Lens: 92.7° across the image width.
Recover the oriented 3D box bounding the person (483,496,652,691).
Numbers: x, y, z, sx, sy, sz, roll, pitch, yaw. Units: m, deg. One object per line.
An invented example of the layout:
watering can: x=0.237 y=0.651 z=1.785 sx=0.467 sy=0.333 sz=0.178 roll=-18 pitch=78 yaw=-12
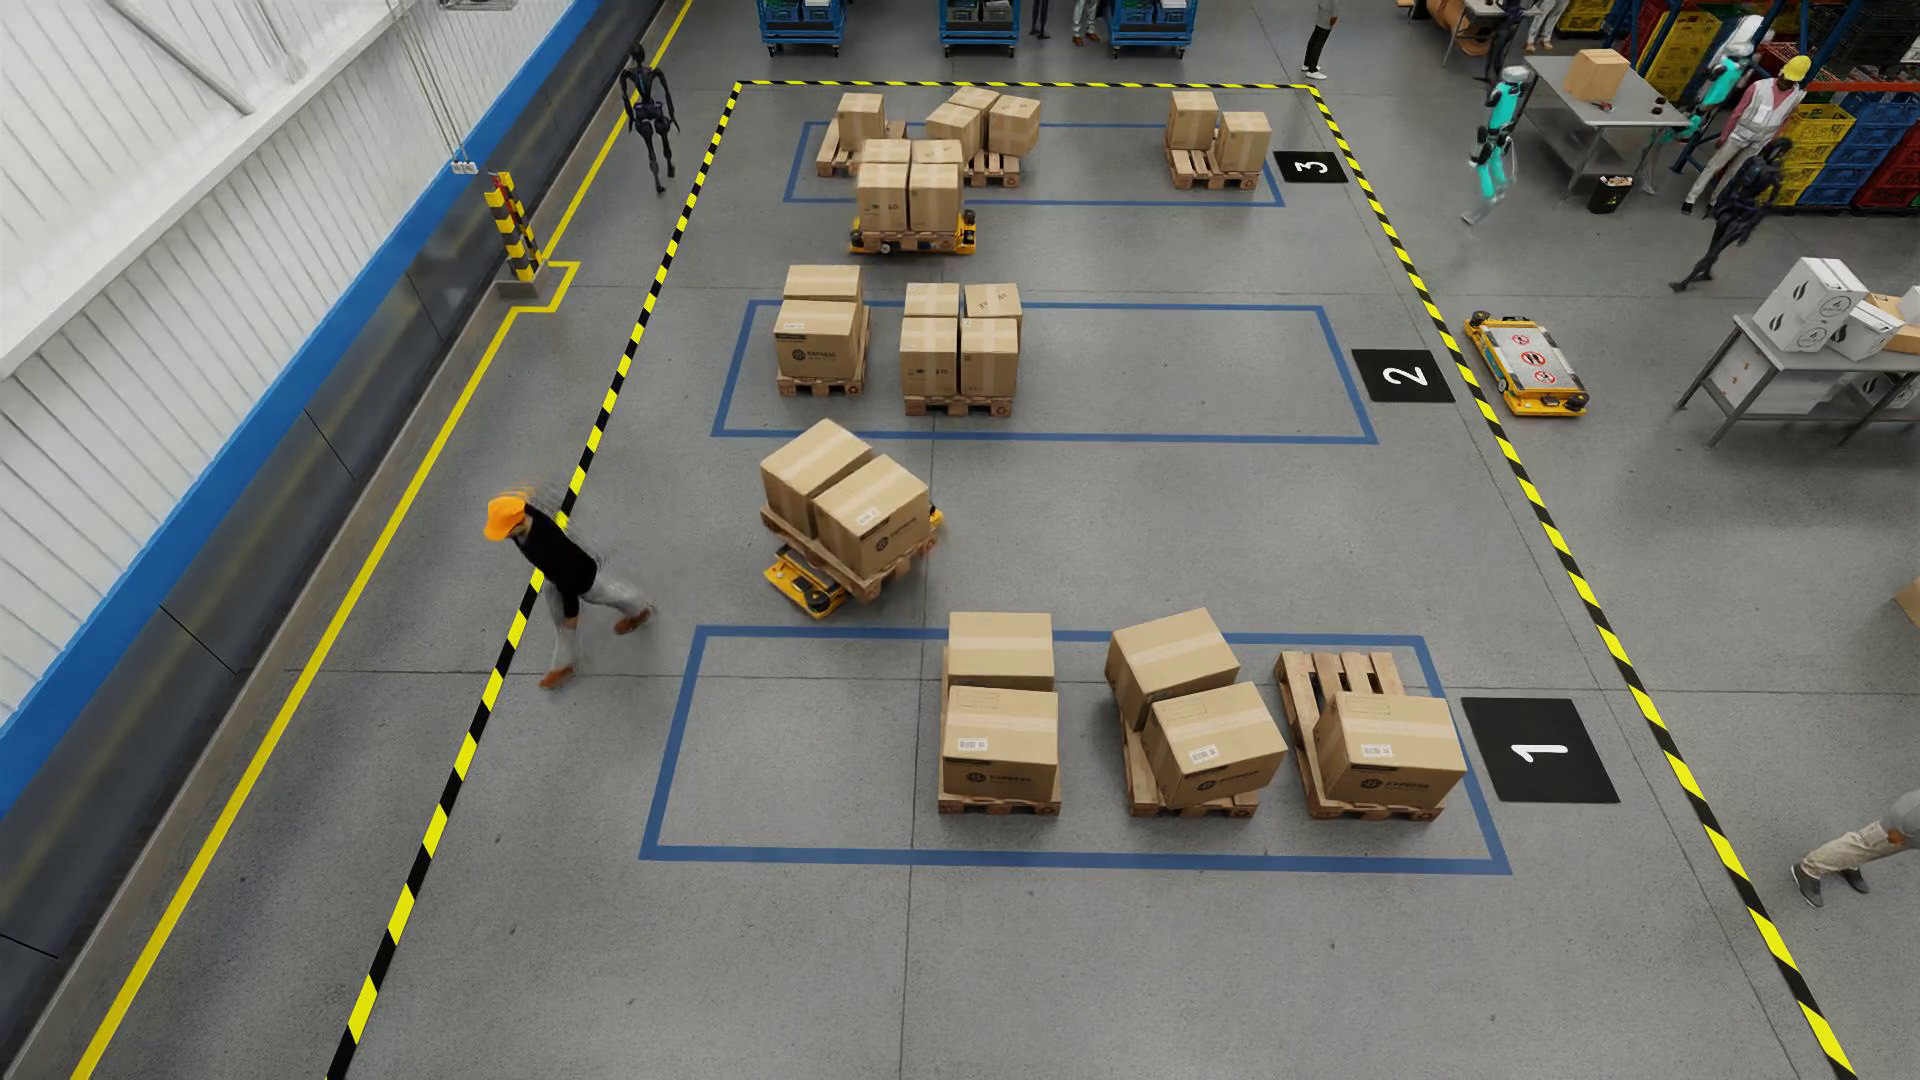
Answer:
person: x=-2.716 y=0.279 z=6.275 sx=0.589 sy=1.794 sz=1.035 roll=31 pitch=56 yaw=24

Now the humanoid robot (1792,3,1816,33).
humanoid robot: x=12.531 y=-8.088 z=13.611 sx=0.388 sy=1.641 sz=0.616 roll=3 pitch=49 yaw=3

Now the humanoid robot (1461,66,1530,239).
humanoid robot: x=6.056 y=-4.250 z=10.248 sx=0.562 sy=1.787 sz=0.794 roll=-26 pitch=54 yaw=-21

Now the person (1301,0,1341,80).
person: x=5.295 y=-7.594 z=13.060 sx=0.382 sy=1.852 sz=0.586 roll=1 pitch=49 yaw=1

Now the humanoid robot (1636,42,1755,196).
humanoid robot: x=8.589 y=-5.038 z=10.917 sx=0.531 sy=1.788 sz=0.692 roll=-16 pitch=51 yaw=-13

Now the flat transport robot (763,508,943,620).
flat transport robot: x=-0.862 y=0.005 z=7.511 sx=0.652 sy=0.197 sz=1.431 roll=34 pitch=57 yaw=26

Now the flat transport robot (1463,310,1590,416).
flat transport robot: x=5.573 y=-1.757 z=9.054 sx=0.659 sy=0.231 sz=1.431 roll=1 pitch=49 yaw=1

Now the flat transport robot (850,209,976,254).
flat transport robot: x=-0.533 y=-3.589 z=10.622 sx=1.431 sy=0.197 sz=0.652 roll=1 pitch=49 yaw=1

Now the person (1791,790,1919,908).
person: x=5.500 y=1.571 z=5.180 sx=0.573 sy=1.768 sz=0.399 roll=-10 pitch=50 yaw=-8

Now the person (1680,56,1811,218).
person: x=9.005 y=-4.584 z=10.473 sx=0.588 sy=1.822 sz=0.403 roll=12 pitch=50 yaw=10

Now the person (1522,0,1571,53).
person: x=9.042 y=-8.296 z=13.674 sx=0.632 sy=1.839 sz=0.429 roll=-11 pitch=50 yaw=-10

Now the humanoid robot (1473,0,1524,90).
humanoid robot: x=7.732 y=-7.272 z=12.895 sx=0.445 sy=1.638 sz=0.585 roll=5 pitch=49 yaw=4

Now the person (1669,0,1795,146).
person: x=9.718 y=-5.895 z=11.583 sx=0.425 sy=1.865 sz=0.588 roll=2 pitch=49 yaw=2

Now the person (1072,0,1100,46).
person: x=1.991 y=-8.547 z=13.827 sx=0.634 sy=1.937 sz=0.353 roll=-22 pitch=53 yaw=-18

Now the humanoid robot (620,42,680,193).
humanoid robot: x=-3.713 y=-5.051 z=11.009 sx=0.608 sy=1.645 sz=0.739 roll=-7 pitch=50 yaw=-6

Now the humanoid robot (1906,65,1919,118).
humanoid robot: x=12.712 y=-6.052 z=11.848 sx=0.829 sy=1.859 sz=0.557 roll=-13 pitch=50 yaw=-11

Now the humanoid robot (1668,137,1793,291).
humanoid robot: x=8.025 y=-3.373 z=9.531 sx=0.692 sy=1.632 sz=0.593 roll=-6 pitch=49 yaw=-6

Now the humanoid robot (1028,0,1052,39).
humanoid robot: x=1.281 y=-8.664 z=14.091 sx=0.315 sy=1.657 sz=0.599 roll=-23 pitch=53 yaw=-19

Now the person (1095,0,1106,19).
person: x=2.620 y=-9.203 z=14.421 sx=1.023 sy=1.886 sz=0.584 roll=-3 pitch=49 yaw=-3
